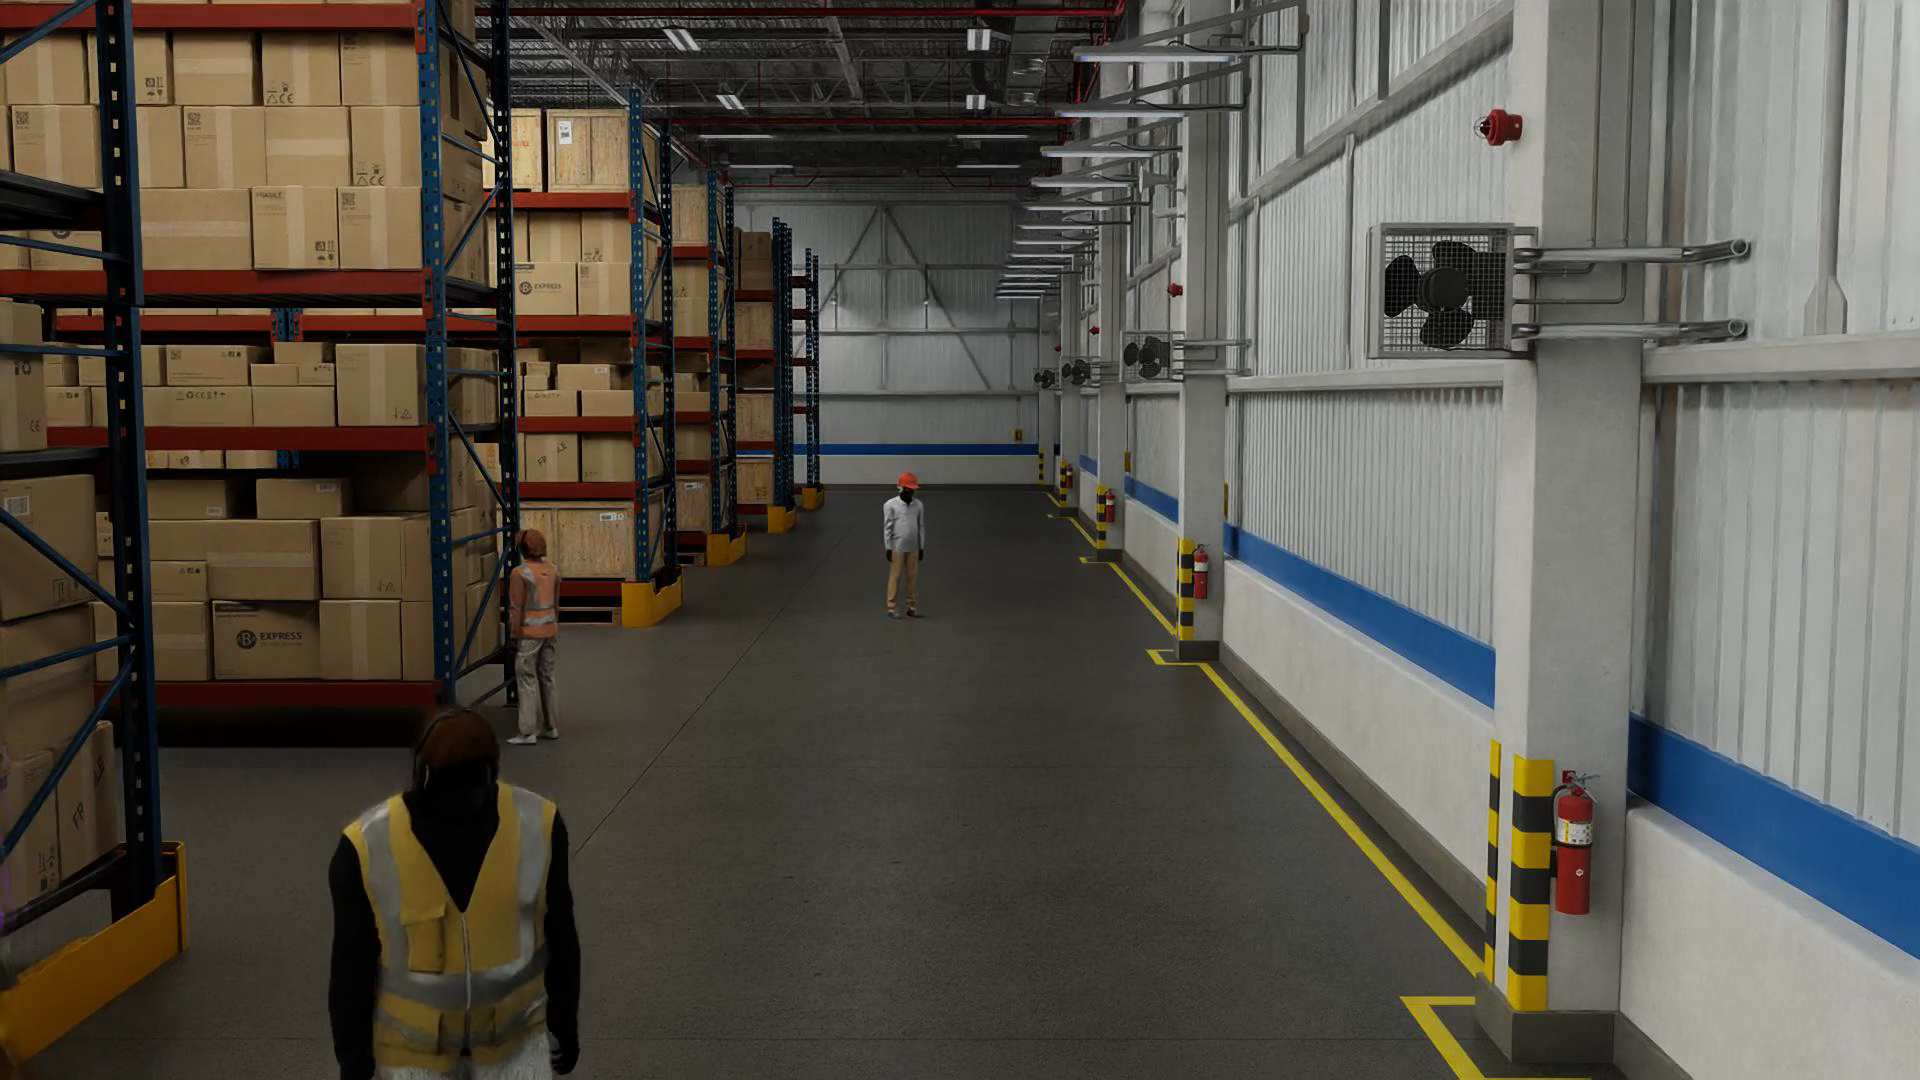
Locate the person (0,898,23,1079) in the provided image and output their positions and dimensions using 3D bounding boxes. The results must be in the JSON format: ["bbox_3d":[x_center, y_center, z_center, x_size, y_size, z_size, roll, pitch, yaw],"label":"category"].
[{"bbox_3d":[-3.202,1.243,5.106,0.748,1.886,0.667,-3,6,-35],"label":"person"}]

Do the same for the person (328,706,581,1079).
[{"bbox_3d":[-1.333,1.337,4.437,0.651,1.822,0.445,-2,5,-21],"label":"person"}]

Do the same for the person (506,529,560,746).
[{"bbox_3d":[-3.217,0.731,12.602,0.314,1.629,0.527,2,5,26],"label":"person"}]

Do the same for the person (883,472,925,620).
[{"bbox_3d":[-0.641,0.070,19.637,0.565,1.743,0.355,-3,6,-35],"label":"person"}]
